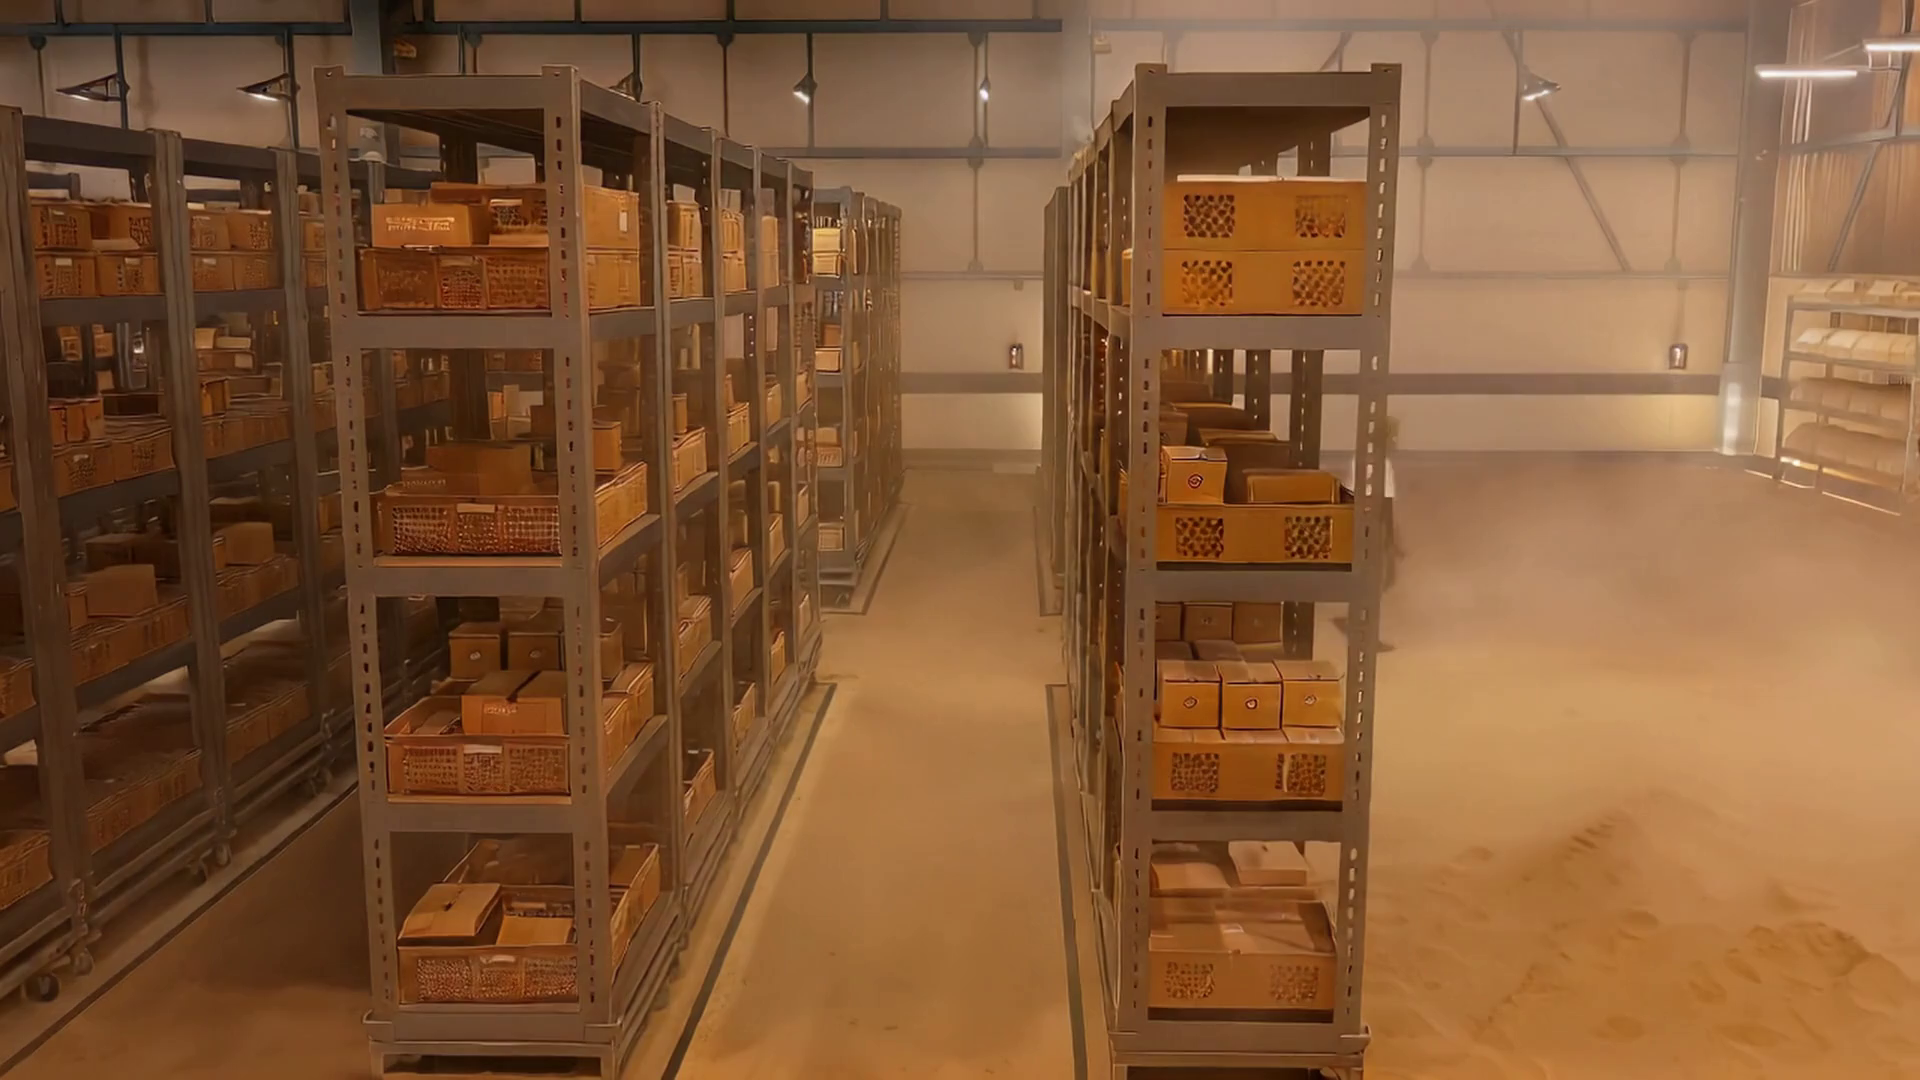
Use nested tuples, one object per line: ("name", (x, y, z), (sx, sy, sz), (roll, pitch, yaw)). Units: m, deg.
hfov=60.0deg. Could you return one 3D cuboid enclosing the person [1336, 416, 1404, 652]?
("person", (3.185, -0.036, 12.705), (0.443, 1.830, 0.575), (0, 10, -2))
